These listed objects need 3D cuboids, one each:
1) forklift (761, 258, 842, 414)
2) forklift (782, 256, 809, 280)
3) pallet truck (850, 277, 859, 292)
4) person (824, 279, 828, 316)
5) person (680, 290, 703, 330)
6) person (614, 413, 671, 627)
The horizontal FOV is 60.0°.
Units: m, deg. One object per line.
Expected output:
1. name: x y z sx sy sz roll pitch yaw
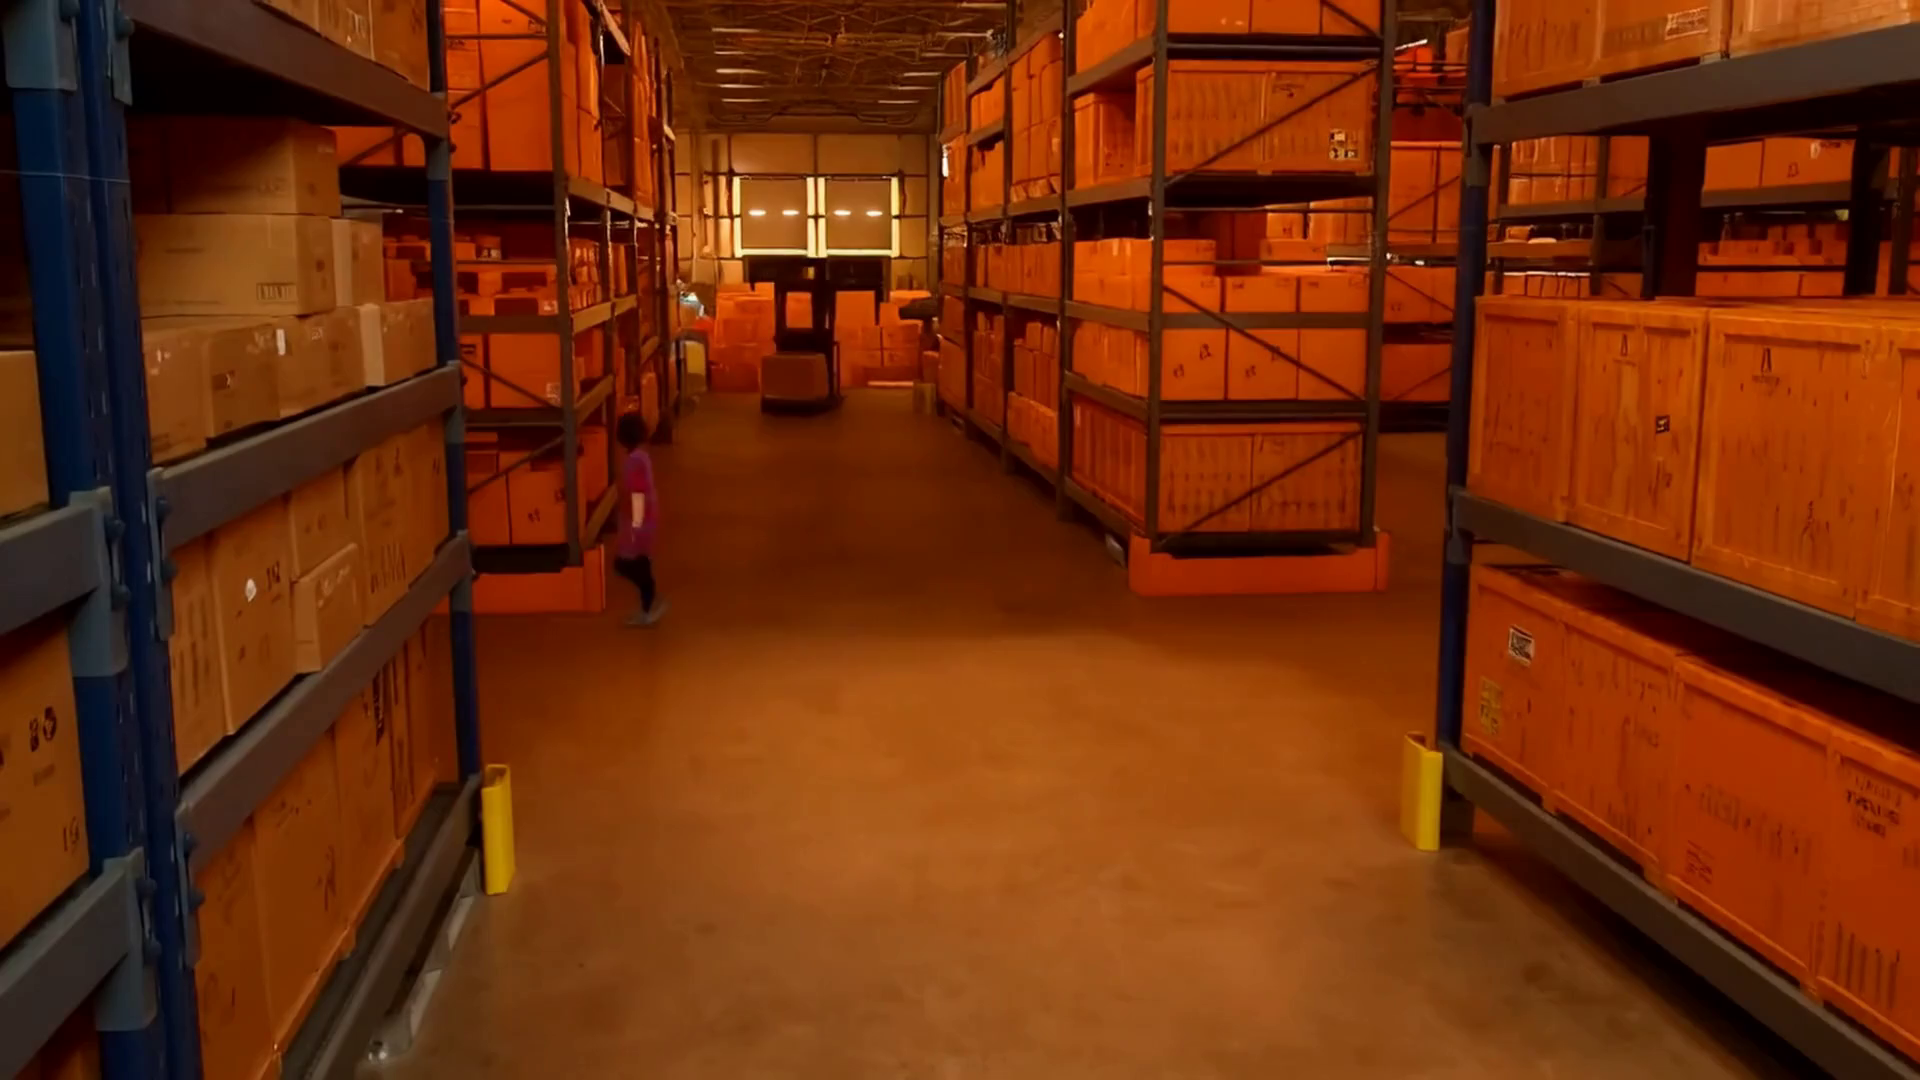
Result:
1. forklift: -2.936 -3.765 30.482 1.129 2.768 1.873 2 10 9
2. forklift: -5.849 -8.759 59.557 1.129 2.768 1.873 -6 12 -33
3. pallet truck: -3.782 -9.391 65.808 1.885 1.965 0.823 2 10 10
4. person: -5.324 -9.222 65.054 0.585 1.918 0.381 6 12 32
5. person: -7.349 -5.877 45.516 0.629 1.940 0.376 -1 10 -5
6. person: -2.502 -0.134 12.820 0.356 1.688 0.535 -1 10 -4
